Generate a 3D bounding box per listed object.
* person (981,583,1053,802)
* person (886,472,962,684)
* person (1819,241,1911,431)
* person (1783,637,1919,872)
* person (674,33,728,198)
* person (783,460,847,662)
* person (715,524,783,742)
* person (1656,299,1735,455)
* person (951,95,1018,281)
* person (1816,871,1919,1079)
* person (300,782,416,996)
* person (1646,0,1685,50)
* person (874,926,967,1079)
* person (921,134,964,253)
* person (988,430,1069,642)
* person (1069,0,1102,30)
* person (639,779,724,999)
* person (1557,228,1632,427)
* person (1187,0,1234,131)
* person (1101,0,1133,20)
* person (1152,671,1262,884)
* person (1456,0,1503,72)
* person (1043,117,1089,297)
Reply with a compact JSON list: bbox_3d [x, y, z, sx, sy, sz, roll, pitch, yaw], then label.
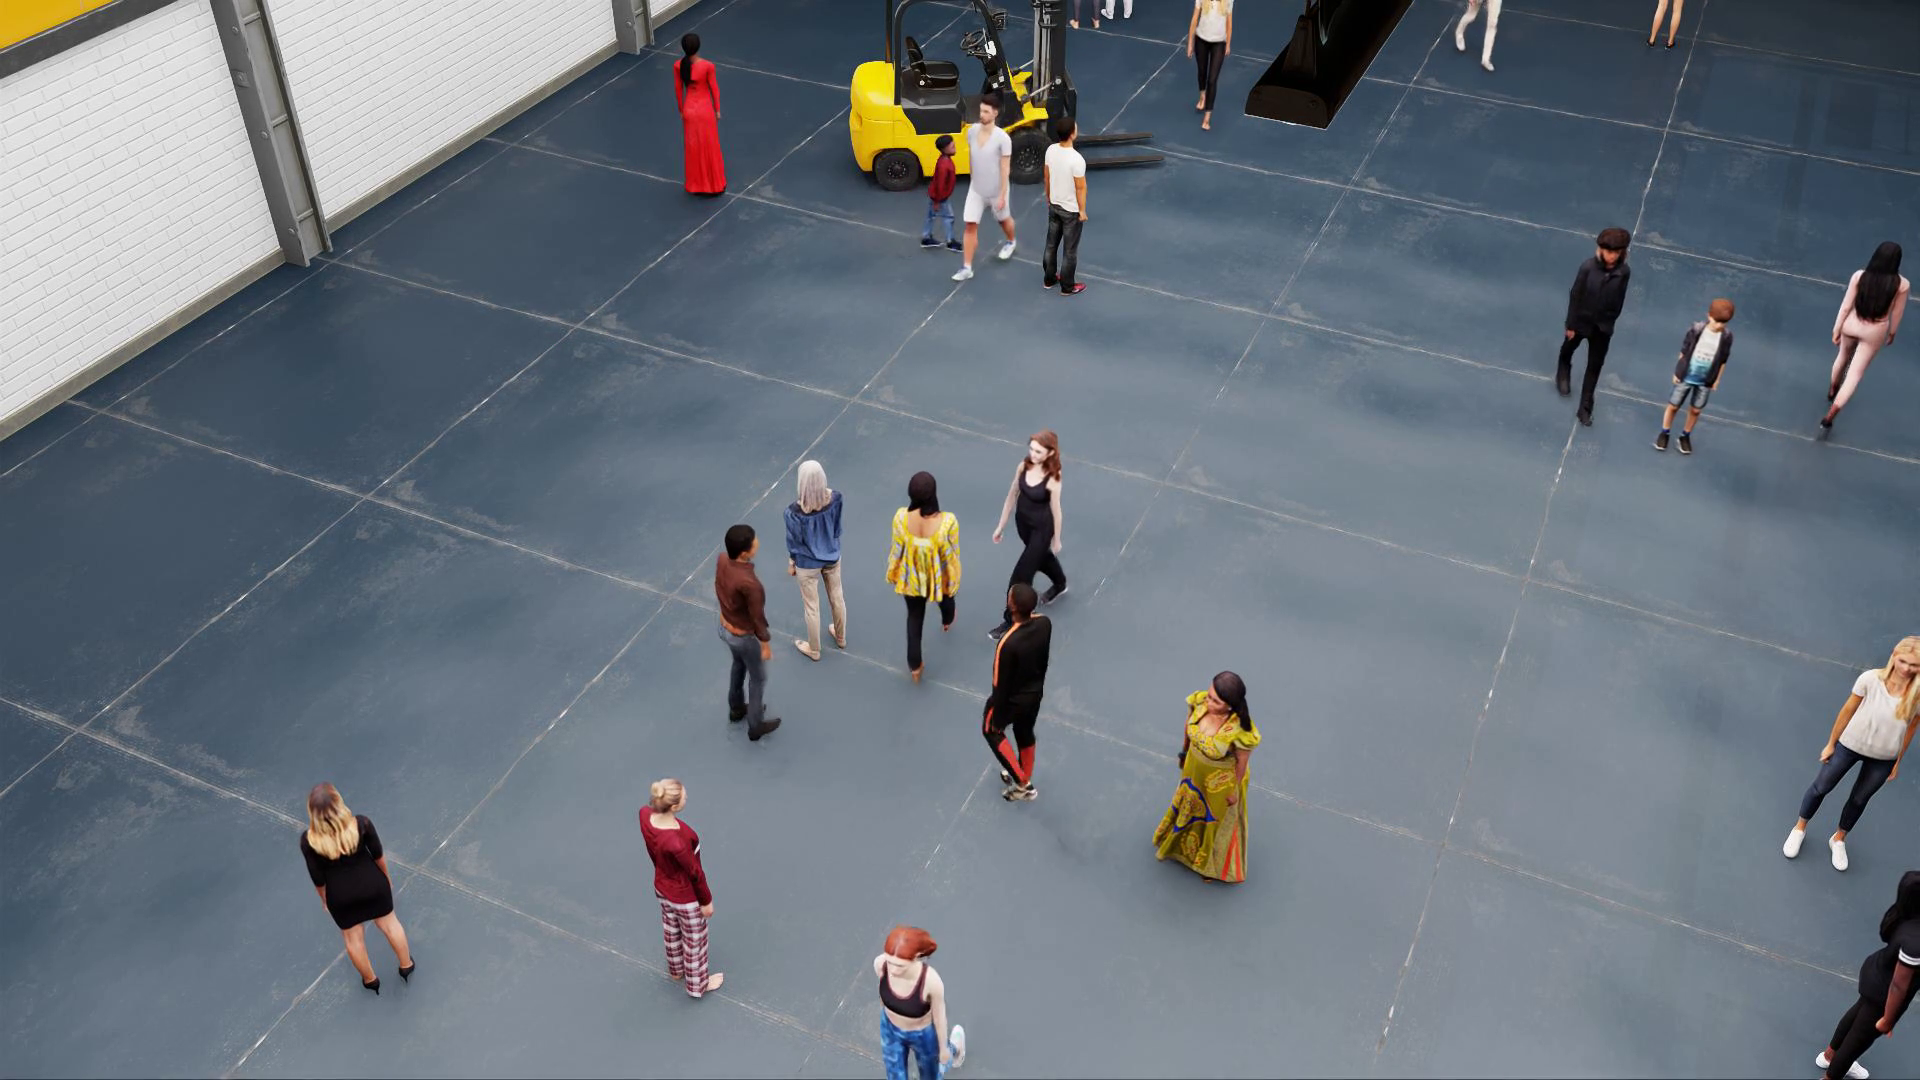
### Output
[{"bbox_3d":[0.432,1.050,10.647,0.741,1.796,0.829,-30,48,-32],"label":"person"},{"bbox_3d":[-0.260,0.312,11.726,0.875,1.603,1.123,6,39,8],"label":"person"},{"bbox_3d":[7.685,-1.705,14.184,0.785,1.687,1.196,25,45,27],"label":"person"},{"bbox_3d":[5.605,1.305,10.317,0.597,1.809,0.507,14,41,17],"label":"person"},{"bbox_3d":[-2.770,-4.491,17.604,0.699,1.783,0.705,5,39,6],"label":"person"},{"bbox_3d":[-1.015,0.140,11.873,0.657,1.698,0.763,-25,45,-28],"label":"person"},{"bbox_3d":[-1.470,0.643,11.181,0.754,1.765,0.776,-28,47,-31],"label":"person"},{"bbox_3d":[6.199,-1.399,13.990,0.557,1.450,0.561,12,40,14],"label":"person"},{"bbox_3d":[0.350,-3.486,16.315,0.819,1.810,1.267,23,44,26],"label":"person"},{"bbox_3d":[5.012,2.422,8.984,0.686,1.728,0.537,20,43,23],"label":"person"},{"bbox_3d":[-3.467,2.008,9.544,0.590,1.675,0.670,-16,41,-20],"label":"person"},{"bbox_3d":[8.974,-7.075,20.781,0.610,1.846,0.546,13,40,16],"label":"person"},{"bbox_3d":[-0.222,2.568,8.779,0.582,1.765,1.040,16,41,19],"label":"person"},{"bbox_3d":[-0.262,-3.483,16.778,0.737,1.228,0.728,-1,39,-2],"label":"person"},{"bbox_3d":[0.611,-0.117,12.186,1.189,1.699,0.906,-28,46,-30],"label":"person"},{"bbox_3d":[1.647,-7.472,21.340,0.677,1.767,0.692,-5,39,-7],"label":"person"},{"bbox_3d":[-1.614,1.978,9.554,0.621,1.710,0.674,-32,48,-34],"label":"person"},{"bbox_3d":[5.460,-1.952,14.463,0.851,1.725,1.171,4,39,6],"label":"person"},{"bbox_3d":[2.870,-5.703,19.120,0.845,1.774,1.248,7,39,9],"label":"person"},{"bbox_3d":[2.075,-7.695,21.523,0.744,1.887,0.754,-3,39,-4],"label":"person"},{"bbox_3d":[1.573,1.429,10.290,0.955,1.660,0.975,-29,47,-32],"label":"person"},{"bbox_3d":[6.448,-6.803,20.467,1.117,1.813,1.305,-6,39,-7],"label":"person"},{"bbox_3d":[1.003,-3.213,15.987,0.660,1.804,0.704,-32,48,-33],"label":"person"}]
